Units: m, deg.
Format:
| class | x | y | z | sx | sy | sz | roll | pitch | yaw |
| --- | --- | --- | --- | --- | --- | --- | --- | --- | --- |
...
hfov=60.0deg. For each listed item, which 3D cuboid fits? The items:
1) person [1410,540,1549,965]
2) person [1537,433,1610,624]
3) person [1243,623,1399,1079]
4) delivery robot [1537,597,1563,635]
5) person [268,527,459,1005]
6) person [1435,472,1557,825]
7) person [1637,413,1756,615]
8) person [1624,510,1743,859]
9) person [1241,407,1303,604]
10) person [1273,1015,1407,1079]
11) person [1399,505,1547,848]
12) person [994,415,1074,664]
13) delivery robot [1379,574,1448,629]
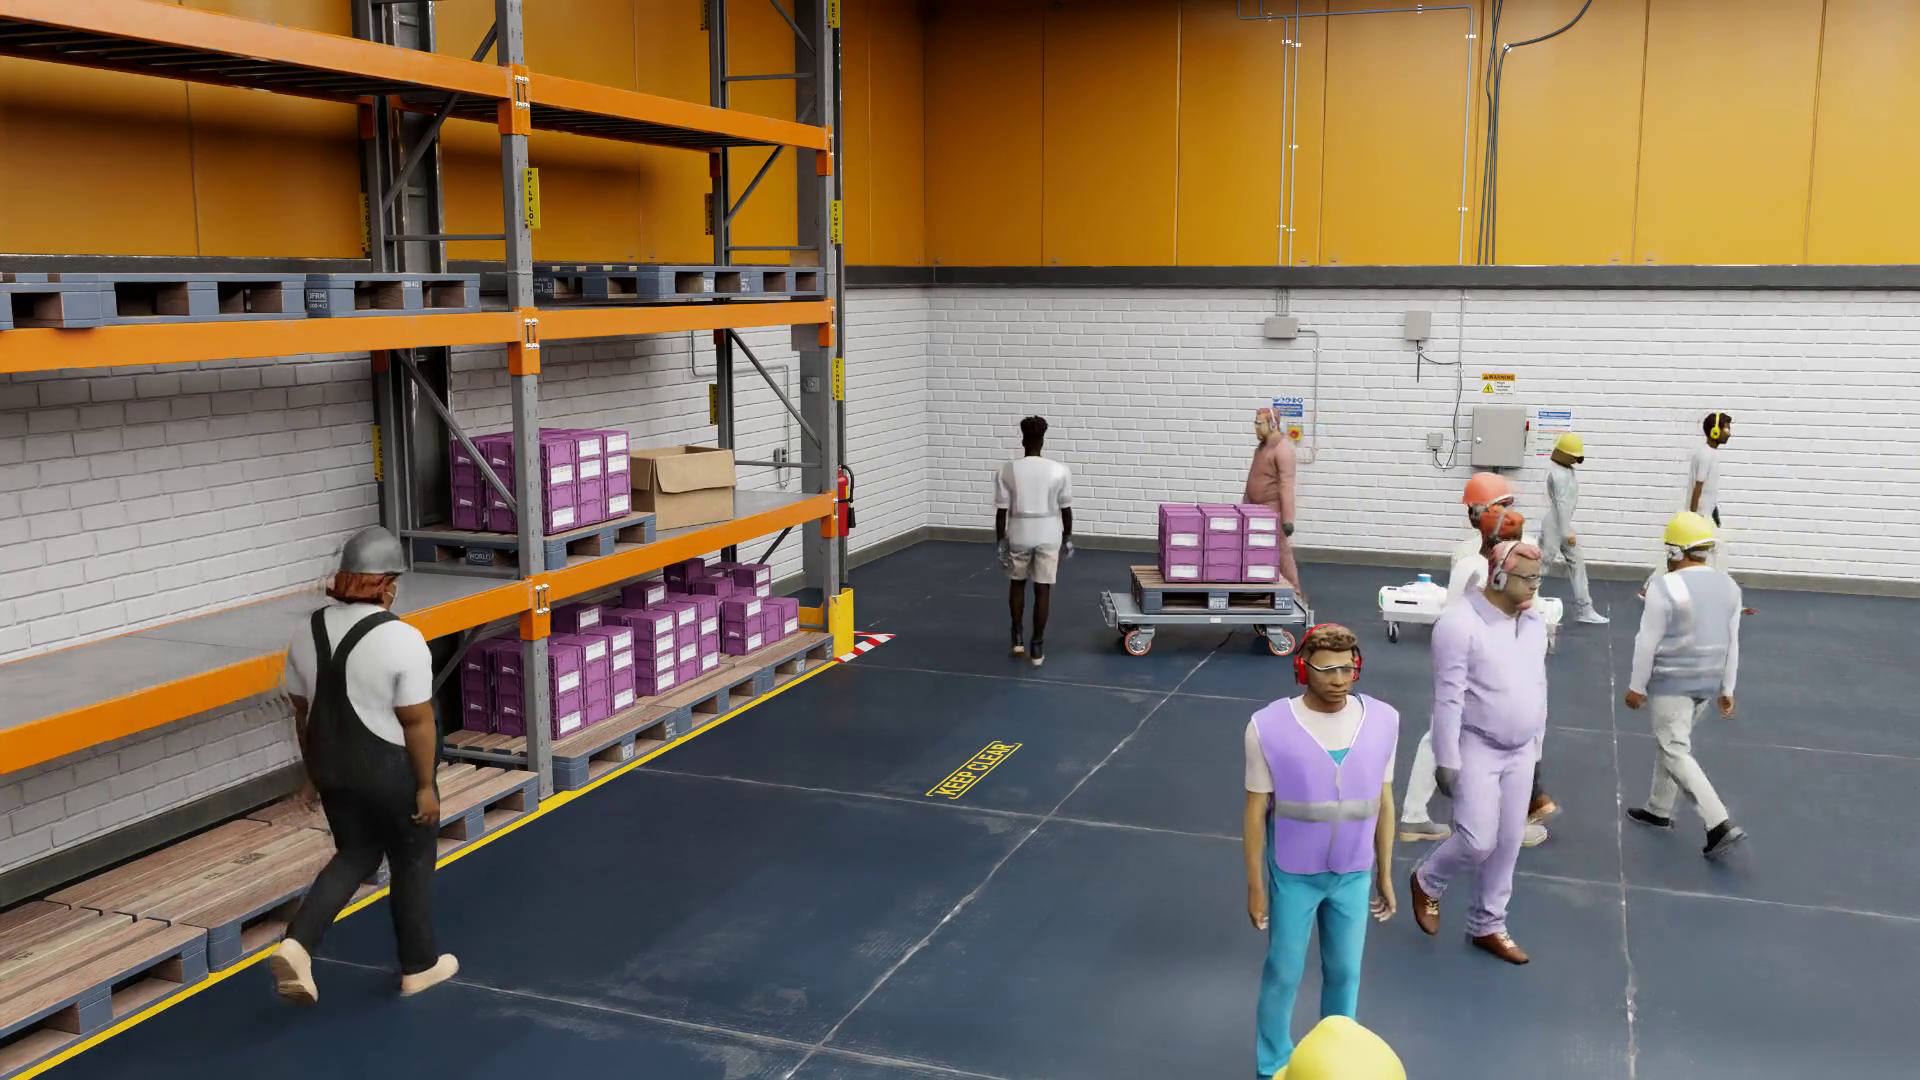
| class | x | y | z | sx | sy | sz | roll | pitch | yaw |
| --- | --- | --- | --- | --- | --- | --- | --- | --- | --- |
| person | 2.334 | 0.924 | 7.392 | 0.659 | 1.883 | 0.488 | -5 | 10 | -28 |
| person | 5.202 | -0.106 | 14.524 | 0.868 | 1.686 | 0.506 | 6 | 11 | 34 |
| person | 1.268 | 1.183 | 5.934 | 0.563 | 1.839 | 0.384 | -2 | 9 | -13 |
| delivery robot | 4.497 | 0.575 | 13.460 | 0.707 | 0.478 | 0.477 | 2 | 9 | 15 |
| person | -2.460 | 0.935 | 6.846 | 0.683 | 2.000 | 0.753 | 4 | 10 | 24 |
| person | 3.009 | 0.595 | 9.304 | 0.620 | 1.950 | 0.993 | -5 | 11 | -31 |
| person | 6.659 | -0.249 | 15.007 | 0.986 | 1.820 | 0.535 | 3 | 10 | 20 |
| person | 3.866 | 0.750 | 8.770 | 0.580 | 1.800 | 0.804 | -4 | 10 | -25 |
| person | 2.660 | -0.249 | 14.846 | 0.972 | 1.861 | 0.648 | 0 | 9 | -2 |
| person | 0.663 | 1.691 | 2.950 | 0.524 | 1.772 | 0.301 | -4 | 10 | -24 |
| person | 2.756 | 0.730 | 8.745 | 0.835 | 1.845 | 0.660 | 0 | 9 | -1 |
| person | 0.590 | -0.012 | 13.090 | 0.613 | 1.945 | 0.596 | 1 | 9 | 6 |
| delivery robot | 3.838 | 0.525 | 13.779 | 0.707 | 0.478 | 0.477 | 4 | 10 | 21 |
